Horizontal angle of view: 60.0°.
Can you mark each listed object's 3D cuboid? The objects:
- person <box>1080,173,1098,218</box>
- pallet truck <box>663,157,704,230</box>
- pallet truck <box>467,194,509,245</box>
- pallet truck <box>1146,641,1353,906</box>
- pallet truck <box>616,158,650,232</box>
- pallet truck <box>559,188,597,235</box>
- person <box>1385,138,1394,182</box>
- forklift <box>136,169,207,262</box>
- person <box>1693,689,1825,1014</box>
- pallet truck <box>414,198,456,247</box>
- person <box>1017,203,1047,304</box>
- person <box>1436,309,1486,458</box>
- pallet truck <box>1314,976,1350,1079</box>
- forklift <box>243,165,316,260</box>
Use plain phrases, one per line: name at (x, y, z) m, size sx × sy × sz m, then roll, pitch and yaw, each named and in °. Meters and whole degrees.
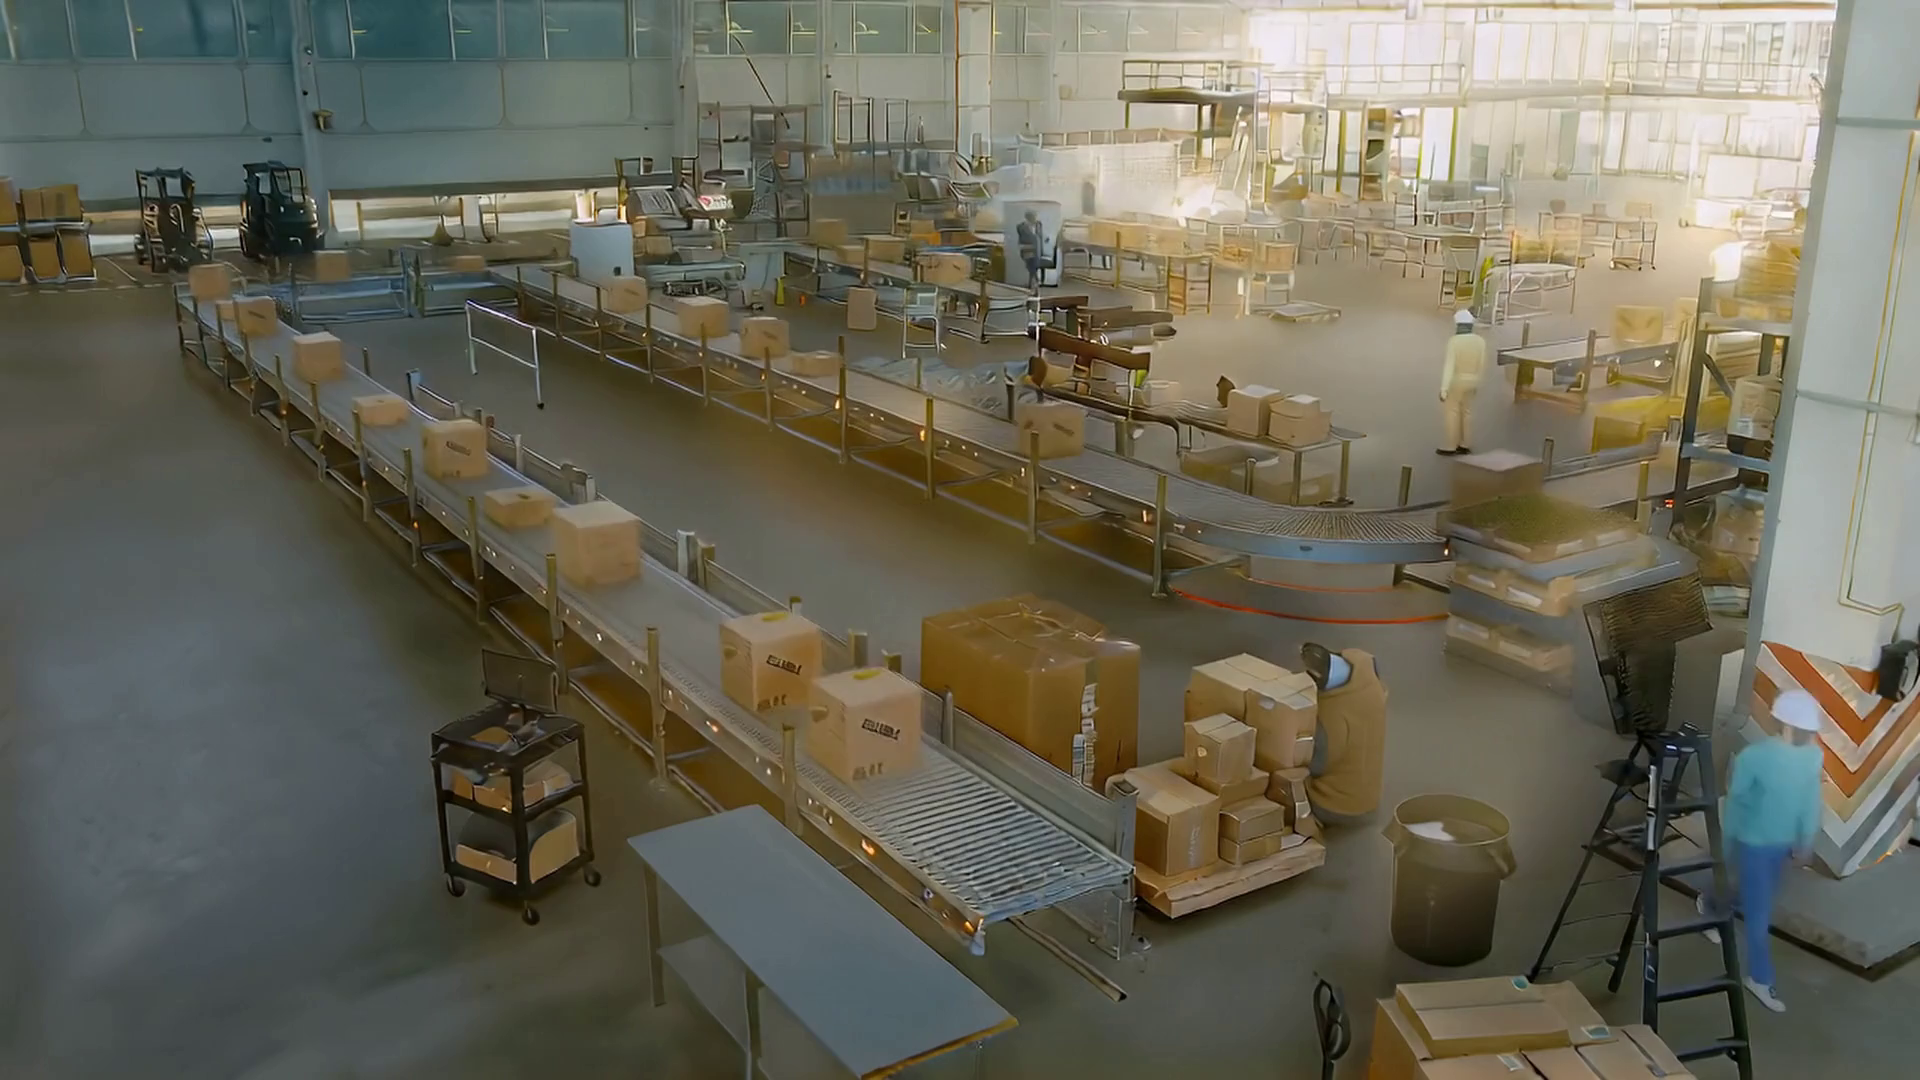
person at (3.155, -8.120, 41.013) m, size 1.017 × 1.852 × 0.659 m, roll -7°, pitch 18°, yaw -22°
pallet truck at (-7.586, -9.308, 44.692) m, size 0.823 × 1.965 × 1.885 m, roll -11°, pitch 20°, yaw -33°
pallet truck at (-11.983, -8.177, 42.137) m, size 0.704 × 1.261 × 1.522 m, roll -11°, pitch 20°, yaw -33°
pallet truck at (1.664, 1.407, 10.232) m, size 1.630 × 1.274 × 0.653 m, roll -10°, pitch 20°, yaw -31°
pallet truck at (-8.918, -9.176, 44.255) m, size 0.823 × 1.965 × 1.885 m, roll -9°, pitch 19°, yaw -27°
pallet truck at (-10.010, -8.652, 43.699) m, size 0.653 × 1.274 × 1.630 m, roll -10°, pitch 20°, yaw -31°
person at (14.479, -12.711, 56.277) m, size 0.504 × 1.847 × 0.345 m, roll -14°, pitch 22°, yaw -39°
forklift at (-17.842, -7.318, 37.559) m, size 1.157 × 1.987 × 2.680 m, roll -10°, pitch 20°, yaw -31°
person at (4.308, 1.562, 8.985) m, size 0.532 × 1.737 × 0.841 m, roll -4°, pitch 17°, yaw -14°
pallet truck at (-13.250, -8.060, 41.856) m, size 0.680 × 1.201 × 1.601 m, roll -10°, pitch 20°, yaw -31°
person at (1.322, -5.424, 31.744) m, size 0.617 × 2.017 × 0.837 m, roll -14°, pitch 22°, yaw -39°
person at (6.125, -1.918, 20.389) m, size 0.600 × 1.827 × 0.404 m, roll -8°, pitch 19°, yaw -25°
pallet truck at (2.299, 2.390, 7.086) m, size 1.601 × 1.201 × 0.680 m, roll -2°, pitch 17°, yaw -7°
forklift at (-15.898, -7.669, 38.708) m, size 1.157 × 1.987 × 2.680 m, roll -11°, pitch 20°, yaw -33°
